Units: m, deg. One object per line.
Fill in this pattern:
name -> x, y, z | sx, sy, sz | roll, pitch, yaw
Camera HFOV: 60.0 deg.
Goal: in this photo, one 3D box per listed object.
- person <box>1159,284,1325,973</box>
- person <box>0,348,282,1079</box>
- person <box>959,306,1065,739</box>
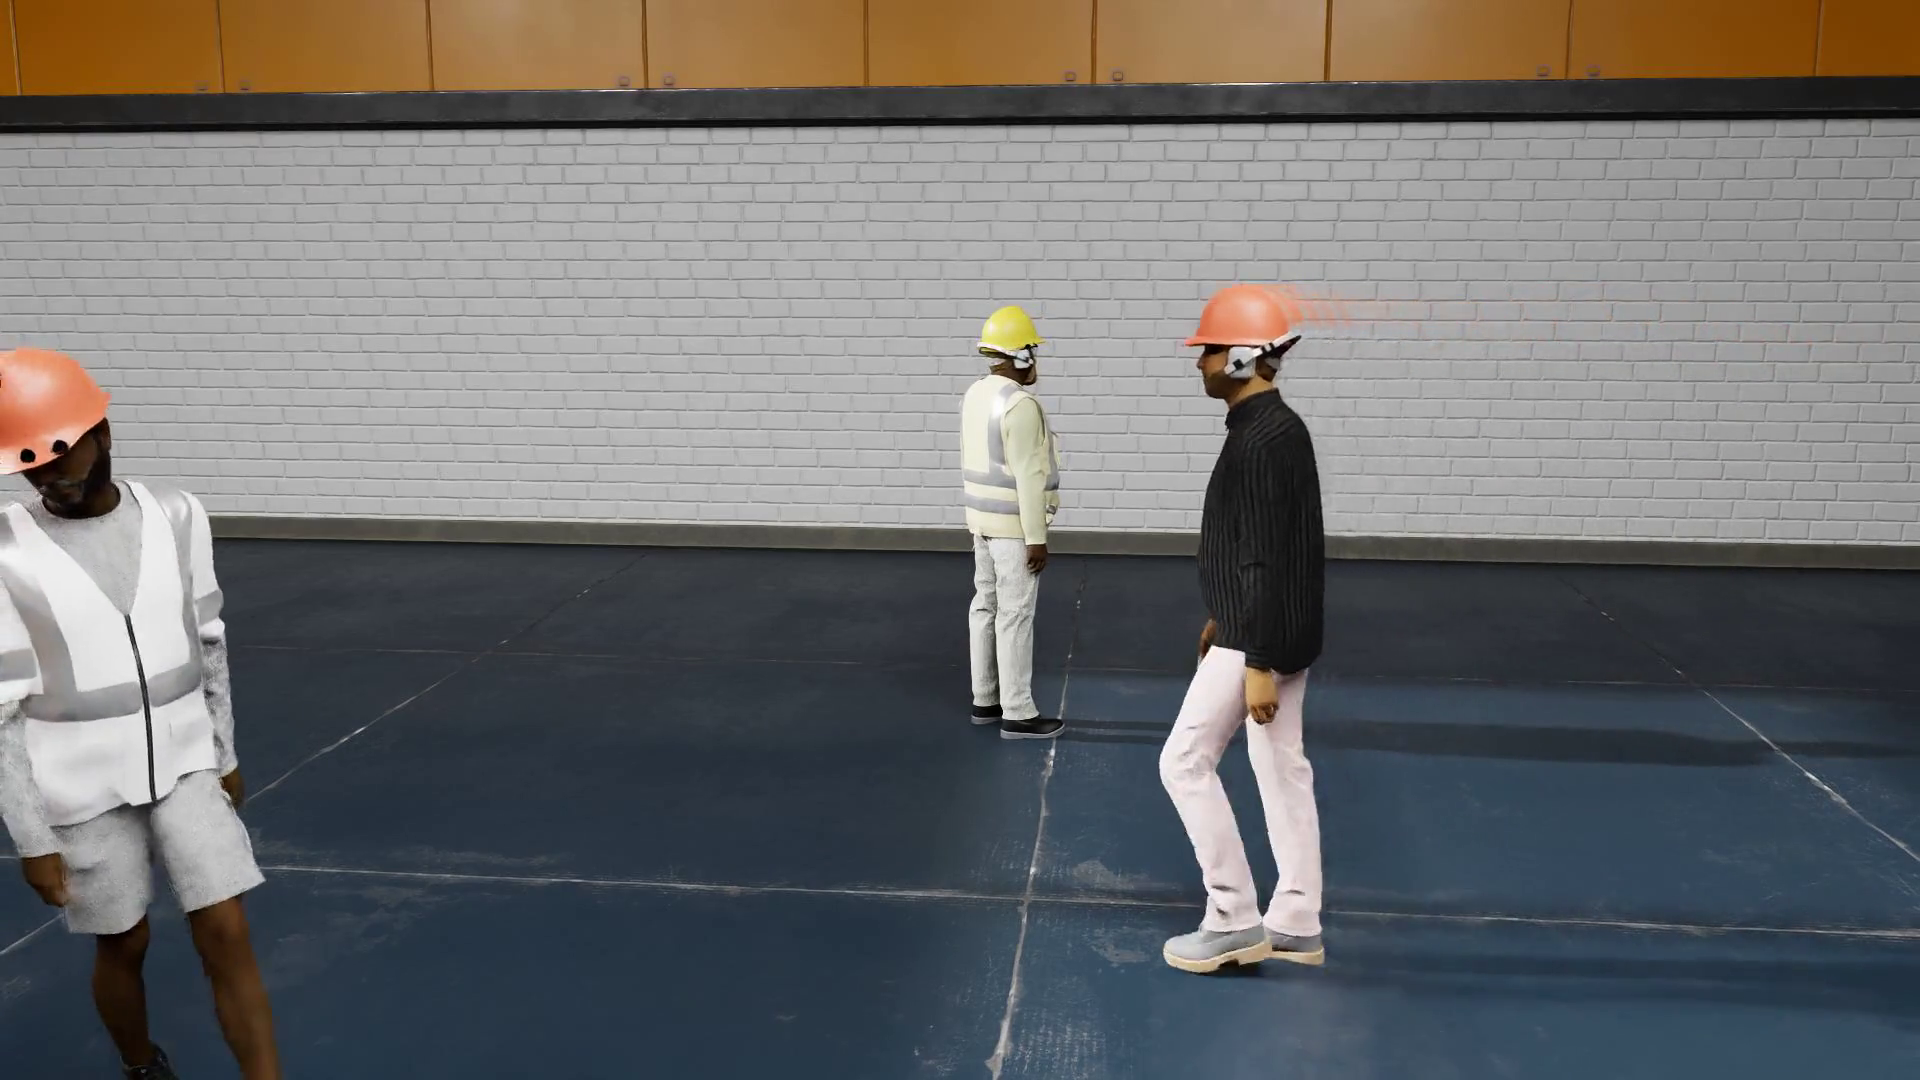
person -> 0.803, 0.272, 4.749 | 0.598, 1.975, 0.618 | 4, 11, 22
person -> -1.738, 0.533, 3.535 | 0.863, 1.872, 0.599 | 8, 13, 40
person -> 0.223, -0.074, 7.119 | 0.403, 1.837, 0.588 | -5, 11, -25
